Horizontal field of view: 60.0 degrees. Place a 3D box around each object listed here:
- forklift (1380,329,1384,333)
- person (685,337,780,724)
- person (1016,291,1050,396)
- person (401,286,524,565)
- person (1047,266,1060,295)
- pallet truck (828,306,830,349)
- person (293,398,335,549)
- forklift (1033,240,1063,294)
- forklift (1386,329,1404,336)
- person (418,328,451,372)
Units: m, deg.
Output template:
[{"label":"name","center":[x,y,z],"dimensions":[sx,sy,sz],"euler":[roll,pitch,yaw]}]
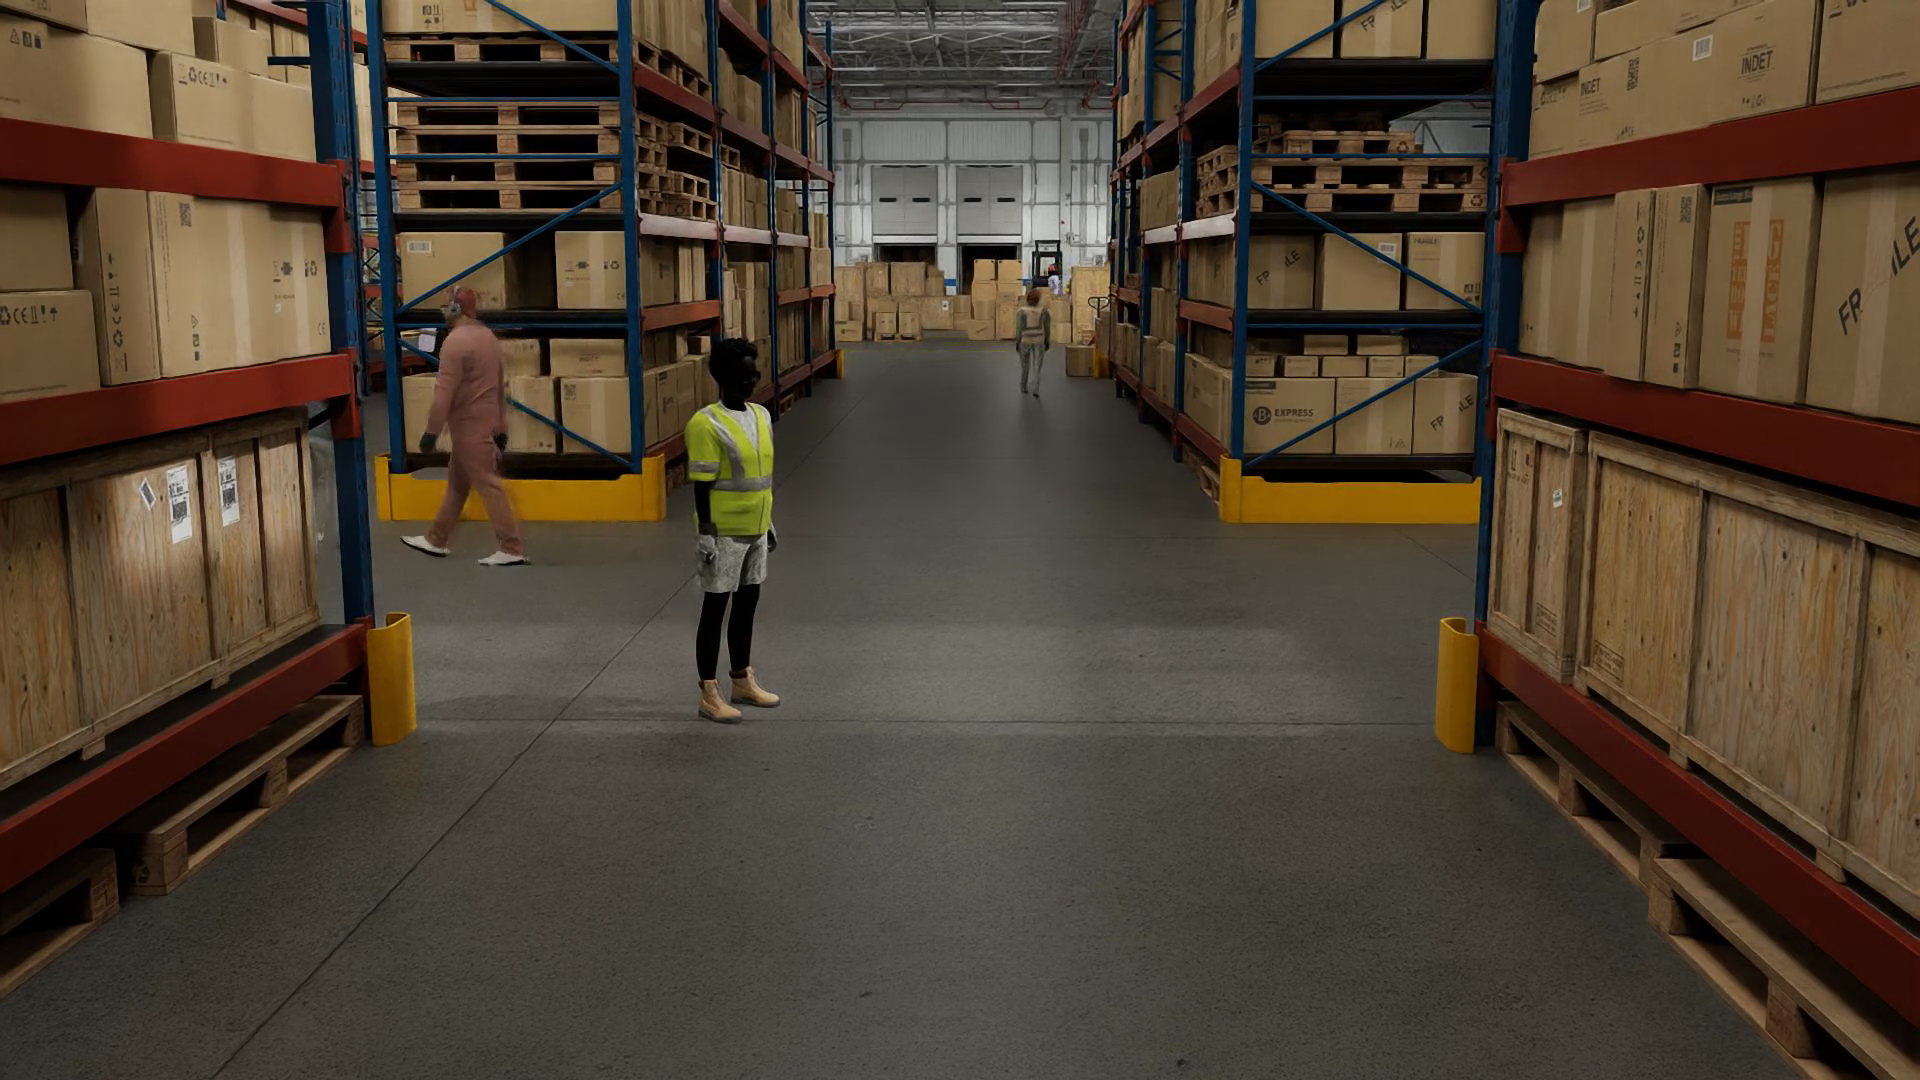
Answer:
[{"label":"forklift","center":[8.834,-5.834,38.505],"dimensions":[1.873,2.768,1.129],"euler":[0,9,0]},{"label":"person","center":[-0.996,-0.049,7.393],"dimensions":[0.317,1.695,0.540],"euler":[5,11,29]},{"label":"person","center":[1.111,-2.989,25.332],"dimensions":[0.539,1.592,0.880],"euler":[-1,10,-4]},{"label":"person","center":[-3.376,-0.750,11.108],"dimensions":[0.977,1.862,0.650],"euler":[1,9,3]},{"label":"person","center":[3.141,-8.461,57.221],"dimensions":[0.999,1.877,0.565],"euler":[5,11,29]},{"label":"pallet truck","center":[-3.100,-3.940,29.800],"dimensions":[1.885,1.965,0.823],"euler":[3,10,19]},{"label":"person","center":[-4.595,-0.708,11.658],"dimensions":[0.516,1.591,0.859],"euler":[-5,11,-29]},{"label":"forklift","center":[3.138,-9.353,59.589],"dimensions":[1.129,2.768,1.873],"euler":[0,9,1]},{"label":"forklift","center":[6.484,-3.156,22.469],"dimensions":[1.129,2.768,1.873],"euler":[0,9,1]},{"label":"person","center":[-6.174,-2.197,19.624],"dimensions":[0.397,1.911,0.590],"euler":[-7,12,-35]}]
